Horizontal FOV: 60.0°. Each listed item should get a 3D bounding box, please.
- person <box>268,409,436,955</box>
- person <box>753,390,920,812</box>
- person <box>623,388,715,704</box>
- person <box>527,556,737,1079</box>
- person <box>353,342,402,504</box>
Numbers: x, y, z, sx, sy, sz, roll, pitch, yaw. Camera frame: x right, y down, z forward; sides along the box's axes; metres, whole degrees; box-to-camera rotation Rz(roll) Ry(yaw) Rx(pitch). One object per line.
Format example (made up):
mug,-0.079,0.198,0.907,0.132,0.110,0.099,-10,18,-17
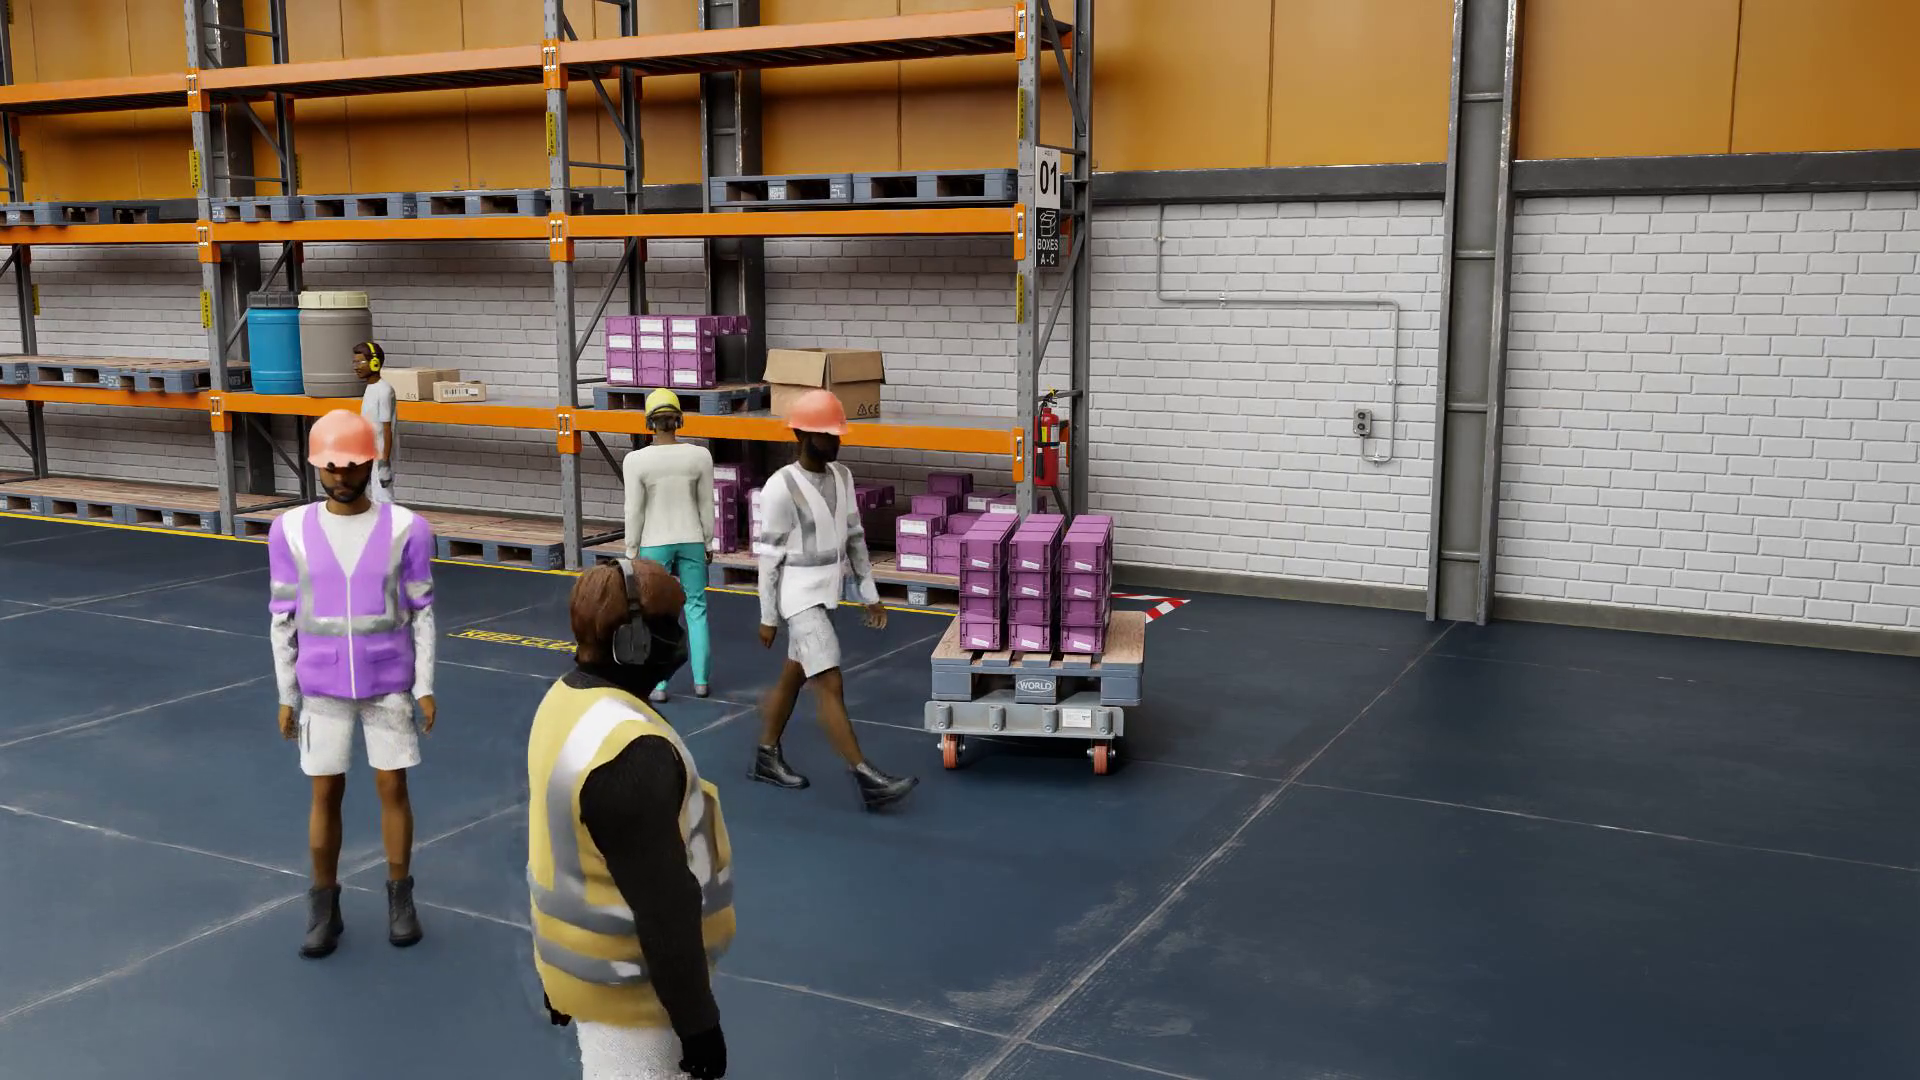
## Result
person,-2.133,0.503,5.871,0.551,1.934,0.380,-3,10,-15
person,-0.588,0.269,7.501,1.014,1.875,0.552,5,10,28
person,-1.626,0.035,9.307,0.523,1.760,0.327,-5,10,-26
person,-0.780,0.939,3.552,0.797,1.822,0.617,-4,10,-21
person,-4.522,-0.605,12.940,0.329,1.862,0.515,-6,11,-32
